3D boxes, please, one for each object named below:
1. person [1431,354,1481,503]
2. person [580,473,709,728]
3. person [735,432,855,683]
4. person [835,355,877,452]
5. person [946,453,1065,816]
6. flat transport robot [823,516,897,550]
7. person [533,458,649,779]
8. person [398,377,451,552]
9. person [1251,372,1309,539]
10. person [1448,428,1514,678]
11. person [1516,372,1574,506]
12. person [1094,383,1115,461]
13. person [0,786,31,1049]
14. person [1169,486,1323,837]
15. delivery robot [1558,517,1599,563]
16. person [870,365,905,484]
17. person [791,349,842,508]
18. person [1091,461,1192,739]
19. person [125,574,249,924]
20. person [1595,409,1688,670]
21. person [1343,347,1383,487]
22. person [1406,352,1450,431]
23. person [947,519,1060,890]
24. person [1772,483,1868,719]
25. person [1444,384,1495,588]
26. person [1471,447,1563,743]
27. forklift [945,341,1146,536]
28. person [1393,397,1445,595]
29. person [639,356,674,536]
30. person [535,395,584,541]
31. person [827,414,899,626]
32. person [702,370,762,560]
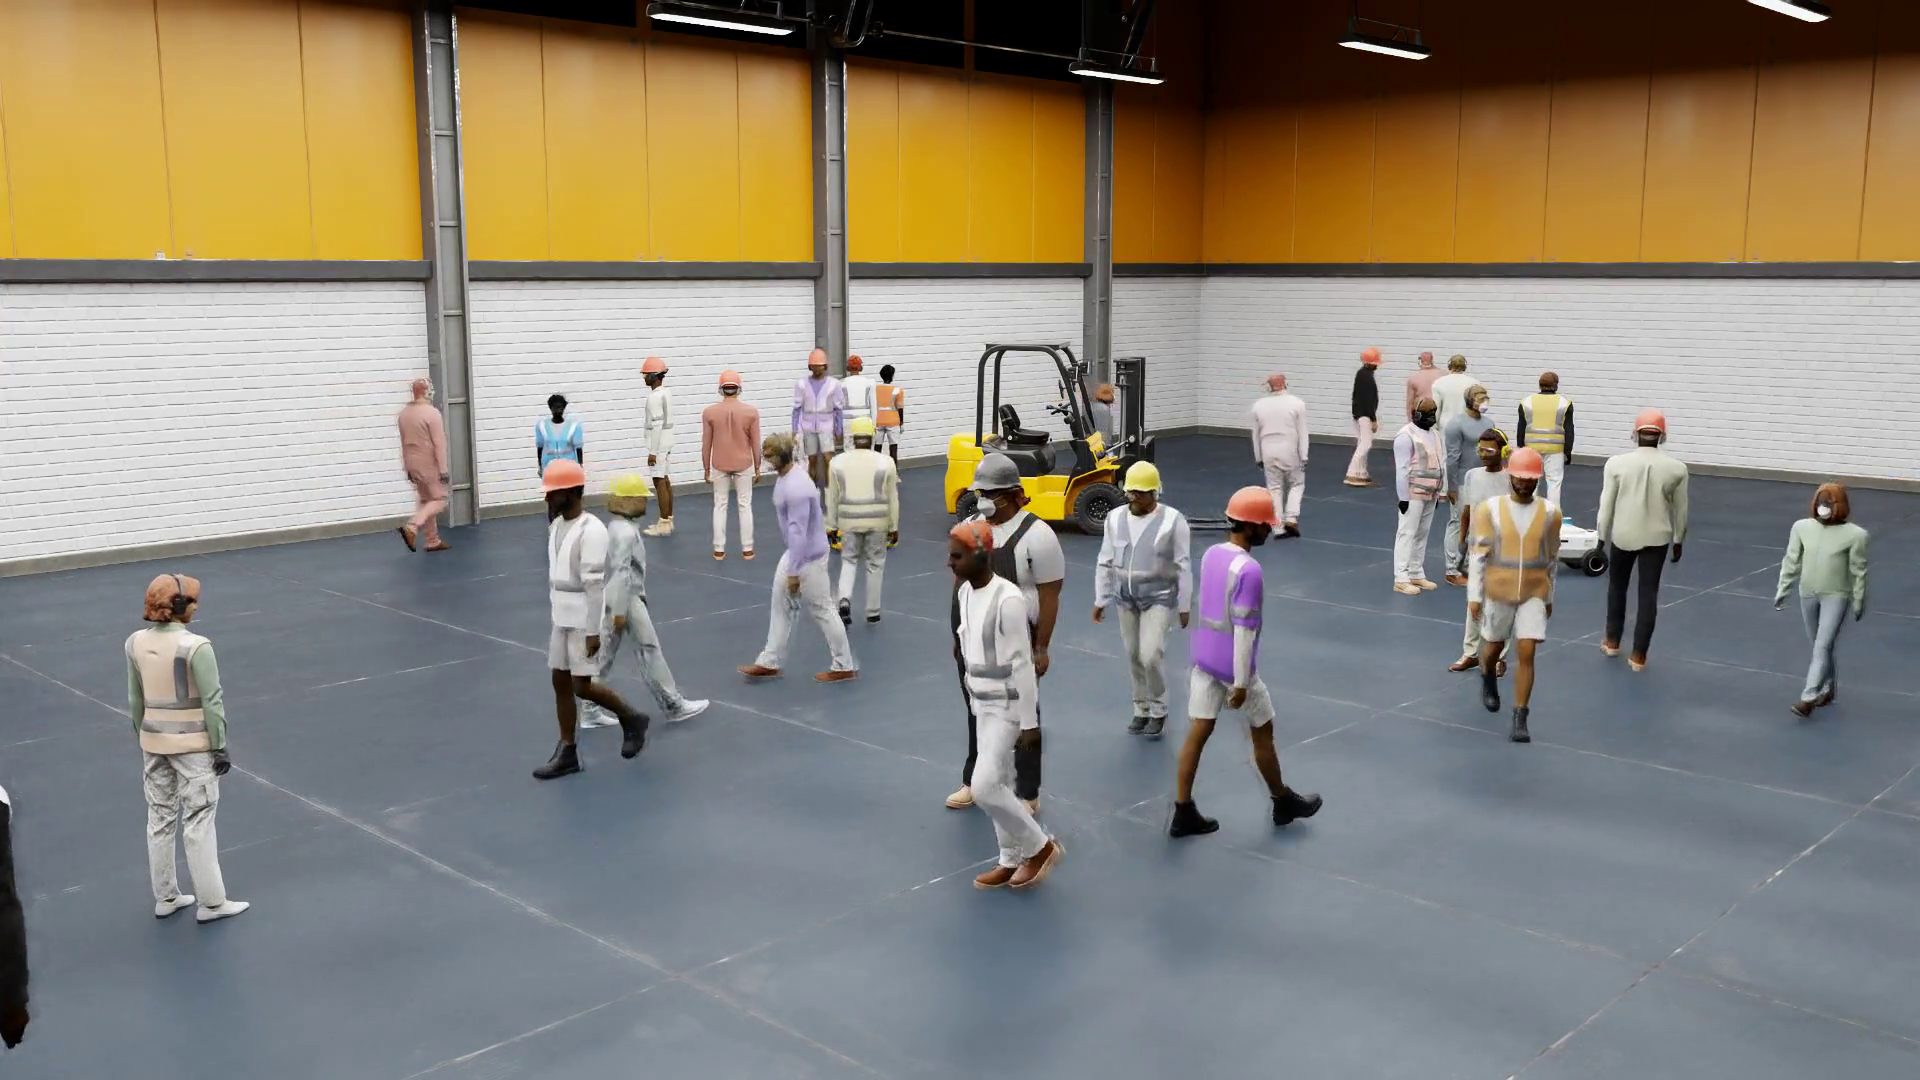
[{"bbox_3d":[6.422,-1.444,21.592,0.634,1.938,0.354,2,9,9],"label":"person"},{"bbox_3d":[-2.122,0.402,10.998,0.903,1.691,0.504,-4,10,-21],"label":"person"},{"bbox_3d":[-1.207,0.149,12.058,0.967,1.871,0.658,-2,10,-15],"label":"person"},{"bbox_3d":[-1.400,-1.540,22.350,0.573,1.883,0.355,-2,9,-12],"label":"person"},{"bbox_3d":[0.194,0.530,9.173,0.688,2.000,0.536,7,12,38],"label":"person"},{"bbox_3d":[-1.263,-0.104,18.471,0.652,0.197,1.431,-4,10,-24],"label":"flat transport robot"},{"bbox_3d":[-2.255,0.461,9.950,0.650,1.923,0.563,-9,13,-43],"label":"person"},{"bbox_3d":[-5.705,-0.780,17.661,0.660,1.889,0.626,8,12,39],"label":"person"},{"bbox_3d":[3.612,-0.946,18.706,0.676,1.879,0.444,6,11,31],"label":"person"},{"bbox_3d":[3.939,0.095,12.379,0.534,1.864,0.310,9,13,44],"label":"person"},{"bbox_3d":[6.835,-1.044,19.437,0.636,1.842,0.429,5,10,26],"label":"person"},{"bbox_3d":[1.910,-1.164,20.861,0.752,1.600,0.523,-1,9,-7],"label":"person"},{"bbox_3d":[-3.005,1.296,4.891,0.594,1.907,0.480,2,10,15],"label":"person"},{"bbox_3d":[1.548,0.645,8.921,0.982,1.883,0.560,-4,10,-25],"label":"person"},{"bbox_3d":[6.016,0.016,16.558,0.707,0.478,0.477,0,9,-3],"label":"delivery robot"},{"bbox_3d":[-1.034,-1.627,23.489,0.539,1.690,0.319,3,10,15],"label":"person"},{"bbox_3d":[-1.818,-1.400,21.083,0.634,2.021,0.659,0,9,2],"label":"person"},{"bbox_3d":[1.164,0.390,10.743,0.611,1.812,0.532,7,11,35],"label":"person"},{"bbox_3d":[-3.615,0.968,7.722,0.512,1.639,0.311,3,10,20],"label":"person"},{"bbox_3d":[5.241,-0.027,12.810,0.662,1.958,0.876,3,10,17],"label":"person"},{"bbox_3d":[5.628,-1.714,23.233,0.504,1.947,0.745,0,9,1],"label":"person"},{"bbox_3d":[6.700,-1.756,23.794,0.714,1.850,0.899,0,9,-3],"label":"person"},{"bbox_3d":[0.174,0.813,8.016,0.473,1.851,0.595,-4,10,-22],"label":"person"},{"bbox_3d":[5.822,0.409,11.291,0.847,1.593,0.506,-6,11,-34],"label":"person"},{"bbox_3d":[4.894,-0.522,15.940,0.632,1.940,0.372,-7,11,-35],"label":"person"},{"bbox_3d":[3.646,0.309,10.946,0.555,1.904,0.865,2,9,12],"label":"person"},{"bbox_3d":[0.977,-1.223,19.452,2.313,2.155,1.214,2,9,11],"label":"forklift"},{"bbox_3d":[4.314,-0.420,15.608,0.634,1.841,0.429,-9,13,-44],"label":"person"},{"bbox_3d":[-3.457,-1.064,18.937,0.373,2.042,0.614,0,9,2],"label":"person"},{"bbox_3d":[-4.479,-0.814,18.639,0.538,1.636,0.918,-2,9,-10],"label":"person"},{"bbox_3d":[-0.815,-0.144,13.991,0.606,1.816,0.527,1,9,8],"label":"person"},{"bbox_3d":[-2.377,-0.780,17.374,0.624,1.990,0.403,-1,9,-4],"label":"person"}]
